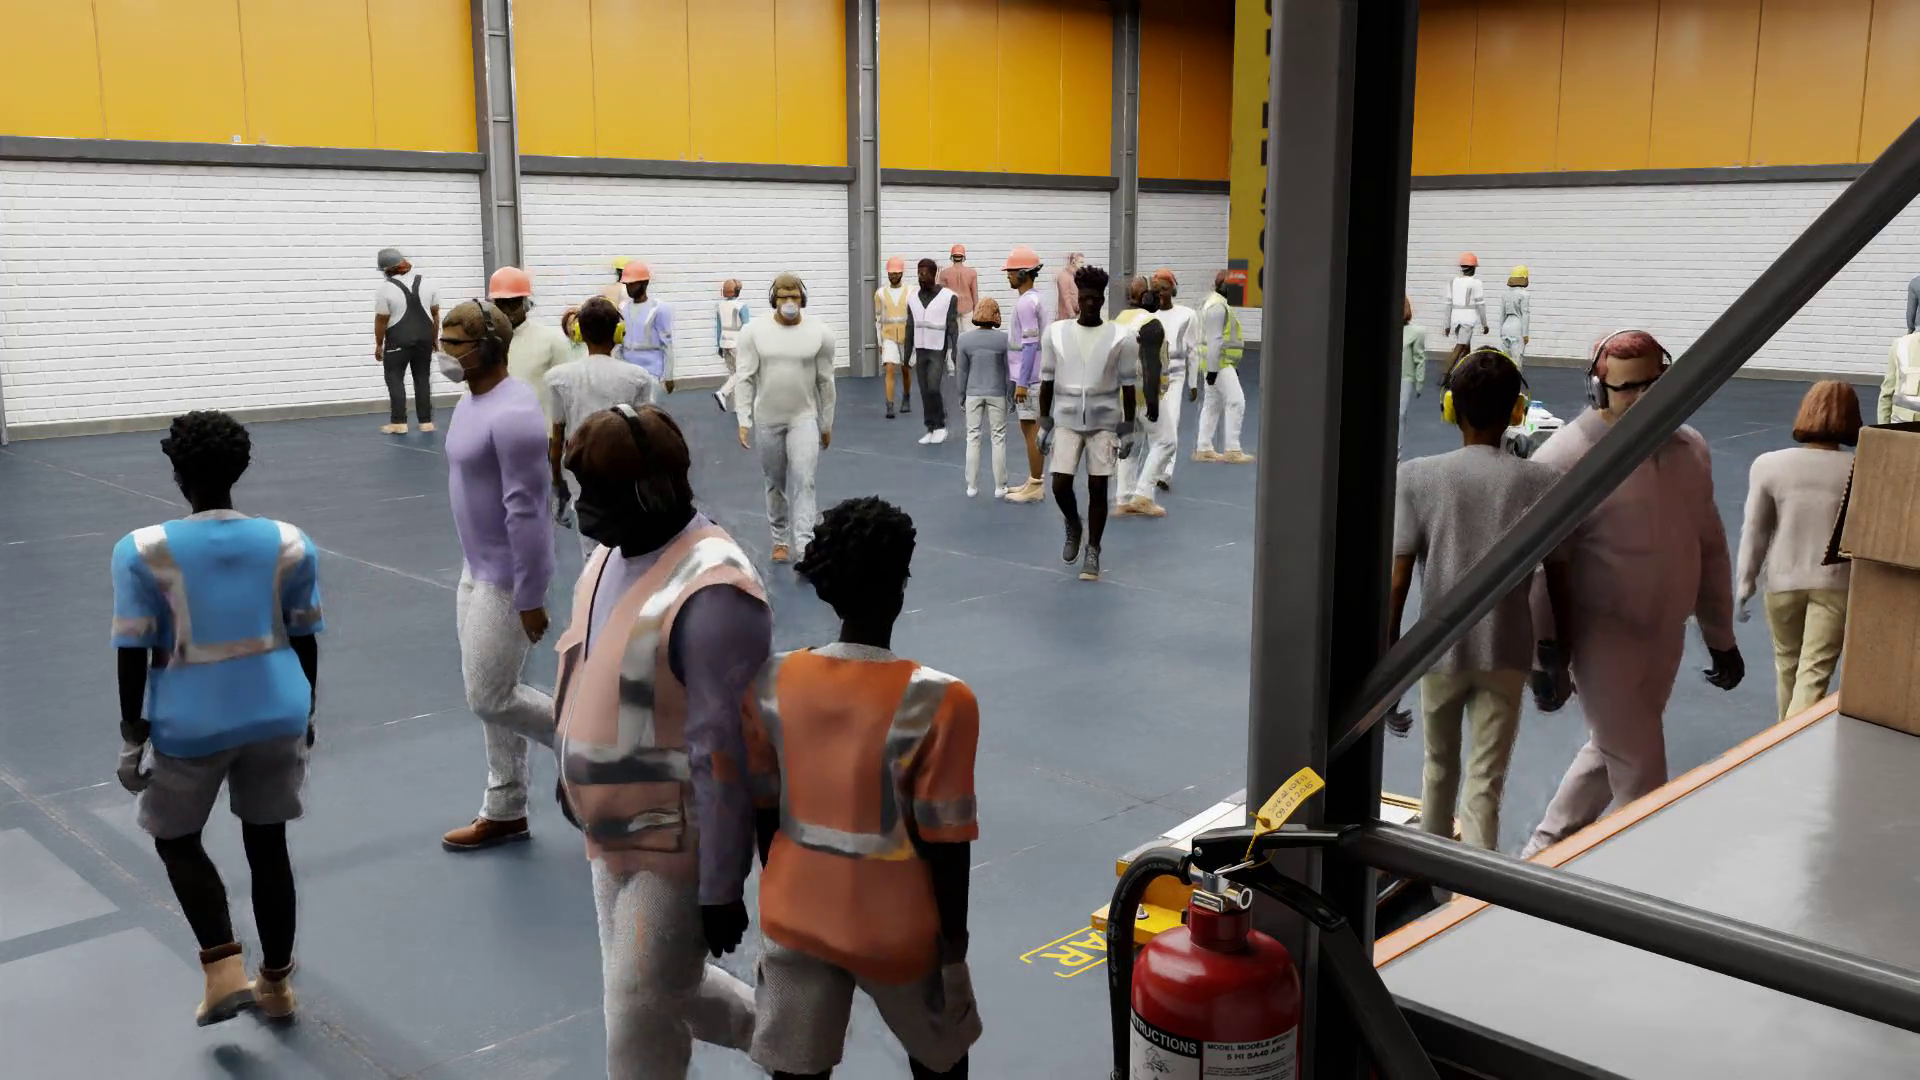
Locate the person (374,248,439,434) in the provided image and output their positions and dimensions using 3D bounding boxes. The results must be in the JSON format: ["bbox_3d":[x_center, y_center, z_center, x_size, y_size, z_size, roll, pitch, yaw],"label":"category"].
[{"bbox_3d":[-6.010,-2.172,17.989,0.754,2.000,0.535,-10,14,-42],"label":"person"}]

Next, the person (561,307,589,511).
[{"bbox_3d":[-2.899,-0.962,12.607,0.539,1.584,0.877,-3,11,-16],"label":"person"}]

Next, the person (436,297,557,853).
[{"bbox_3d":[-1.516,0.132,5.738,0.552,1.927,0.635,-5,12,-27],"label":"person"}]

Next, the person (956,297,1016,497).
[{"bbox_3d":[0.218,-1.158,13.569,0.502,1.633,0.280,2,11,12],"label":"person"}]

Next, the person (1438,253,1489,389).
[{"bbox_3d":[7.045,-3.057,23.270,1.046,1.890,0.544,-6,12,-30],"label":"person"}]

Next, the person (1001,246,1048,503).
[{"bbox_3d":[0.512,-1.313,13.295,0.396,2.042,0.610,2,11,10],"label":"person"}]

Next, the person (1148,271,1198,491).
[{"bbox_3d":[1.699,-1.355,14.114,0.606,1.825,1.005,2,11,13],"label":"person"}]

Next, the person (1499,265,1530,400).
[{"bbox_3d":[7.219,-2.688,21.613,0.310,1.744,0.486,-4,11,-23],"label":"person"}]

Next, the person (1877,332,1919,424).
[{"bbox_3d":[6.041,-0.673,10.374,0.599,1.835,0.404,8,13,37],"label":"person"}]

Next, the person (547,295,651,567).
[{"bbox_3d":[-1.706,-0.232,7.937,0.511,1.857,0.411,-1,10,-7],"label":"person"}]

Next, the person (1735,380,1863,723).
[{"bbox_3d":[3.277,0.183,6.367,0.520,1.581,0.851,8,13,39],"label":"person"}]

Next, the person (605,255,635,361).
[{"bbox_3d":[-3.774,-2.288,19.019,0.592,1.899,0.735,10,14,43],"label":"person"}]

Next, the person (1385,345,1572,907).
[{"bbox_3d":[1.517,0.349,4.874,0.526,1.811,1.006,4,11,21],"label":"person"}]

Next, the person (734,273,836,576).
[{"bbox_3d":[-1.096,-0.720,10.494,0.642,1.887,1.020,-1,10,-4],"label":"person"}]

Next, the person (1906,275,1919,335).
[{"bbox_3d":[12.249,-2.660,20.944,0.371,1.933,0.627,-10,14,-42],"label":"person"}]

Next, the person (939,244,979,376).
[{"bbox_3d":[-0.019,-3.487,25.278,0.608,1.996,0.380,-1,10,-6],"label":"person"}]

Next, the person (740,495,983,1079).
[{"bbox_3d":[-0.196,0.735,3.206,0.533,1.650,0.887,6,12,28],"label":"person"}]

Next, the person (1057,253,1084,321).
[{"bbox_3d":[1.790,-3.475,25.584,0.942,1.855,0.646,9,14,42],"label":"person"}]

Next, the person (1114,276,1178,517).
[{"bbox_3d":[1.396,-1.069,12.557,0.495,1.825,0.657,-4,11,-19],"label":"person"}]

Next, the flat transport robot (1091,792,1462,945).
[{"bbox_3d":[1.083,1.027,5.373,0.652,0.197,1.431,8,13,36],"label":"flat transport robot"}]

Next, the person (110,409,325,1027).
[{"bbox_3d":[-1.950,0.497,4.424,0.570,1.672,0.422,-10,14,-42],"label":"person"}]

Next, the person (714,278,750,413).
[{"bbox_3d":[-2.731,-2.306,19.839,0.525,1.623,0.572,9,14,40],"label":"person"}]

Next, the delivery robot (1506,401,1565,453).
[{"bbox_3d":[5.471,-1.079,15.826,0.477,0.478,0.707,0,10,-1],"label":"delivery robot"}]

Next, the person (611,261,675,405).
[{"bbox_3d":[-2.828,-1.462,14.476,0.548,1.901,0.860,7,12,32],"label":"person"}]

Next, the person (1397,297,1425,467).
[{"bbox_3d":[3.875,-1.394,14.959,0.508,1.599,0.814,7,12,33],"label":"person"}]

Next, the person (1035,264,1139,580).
[{"bbox_3d":[0.787,-0.728,10.347,0.642,1.952,0.455,2,11,10],"label":"person"}]

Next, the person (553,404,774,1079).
[{"bbox_3d":[-0.572,0.605,3.489,0.779,1.809,0.640,-7,12,-33],"label":"person"}]

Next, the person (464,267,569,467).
[{"bbox_3d":[-2.624,-0.616,9.767,0.652,1.938,1.019,2,11,10],"label":"person"}]

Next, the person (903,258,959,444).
[{"bbox_3d":[-0.315,-1.913,16.969,0.623,1.893,0.503,7,12,32],"label":"person"}]

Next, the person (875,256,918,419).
[{"bbox_3d":[-0.737,-2.406,19.701,0.544,1.896,1.017,0,10,3],"label":"person"}]

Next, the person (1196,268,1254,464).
[{"bbox_3d":[2.538,-1.620,15.561,0.698,1.819,0.650,2,11,11],"label":"person"}]

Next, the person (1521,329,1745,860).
[{"bbox_3d":[2.014,0.309,4.990,0.659,1.875,0.836,-6,12,-30],"label":"person"}]
